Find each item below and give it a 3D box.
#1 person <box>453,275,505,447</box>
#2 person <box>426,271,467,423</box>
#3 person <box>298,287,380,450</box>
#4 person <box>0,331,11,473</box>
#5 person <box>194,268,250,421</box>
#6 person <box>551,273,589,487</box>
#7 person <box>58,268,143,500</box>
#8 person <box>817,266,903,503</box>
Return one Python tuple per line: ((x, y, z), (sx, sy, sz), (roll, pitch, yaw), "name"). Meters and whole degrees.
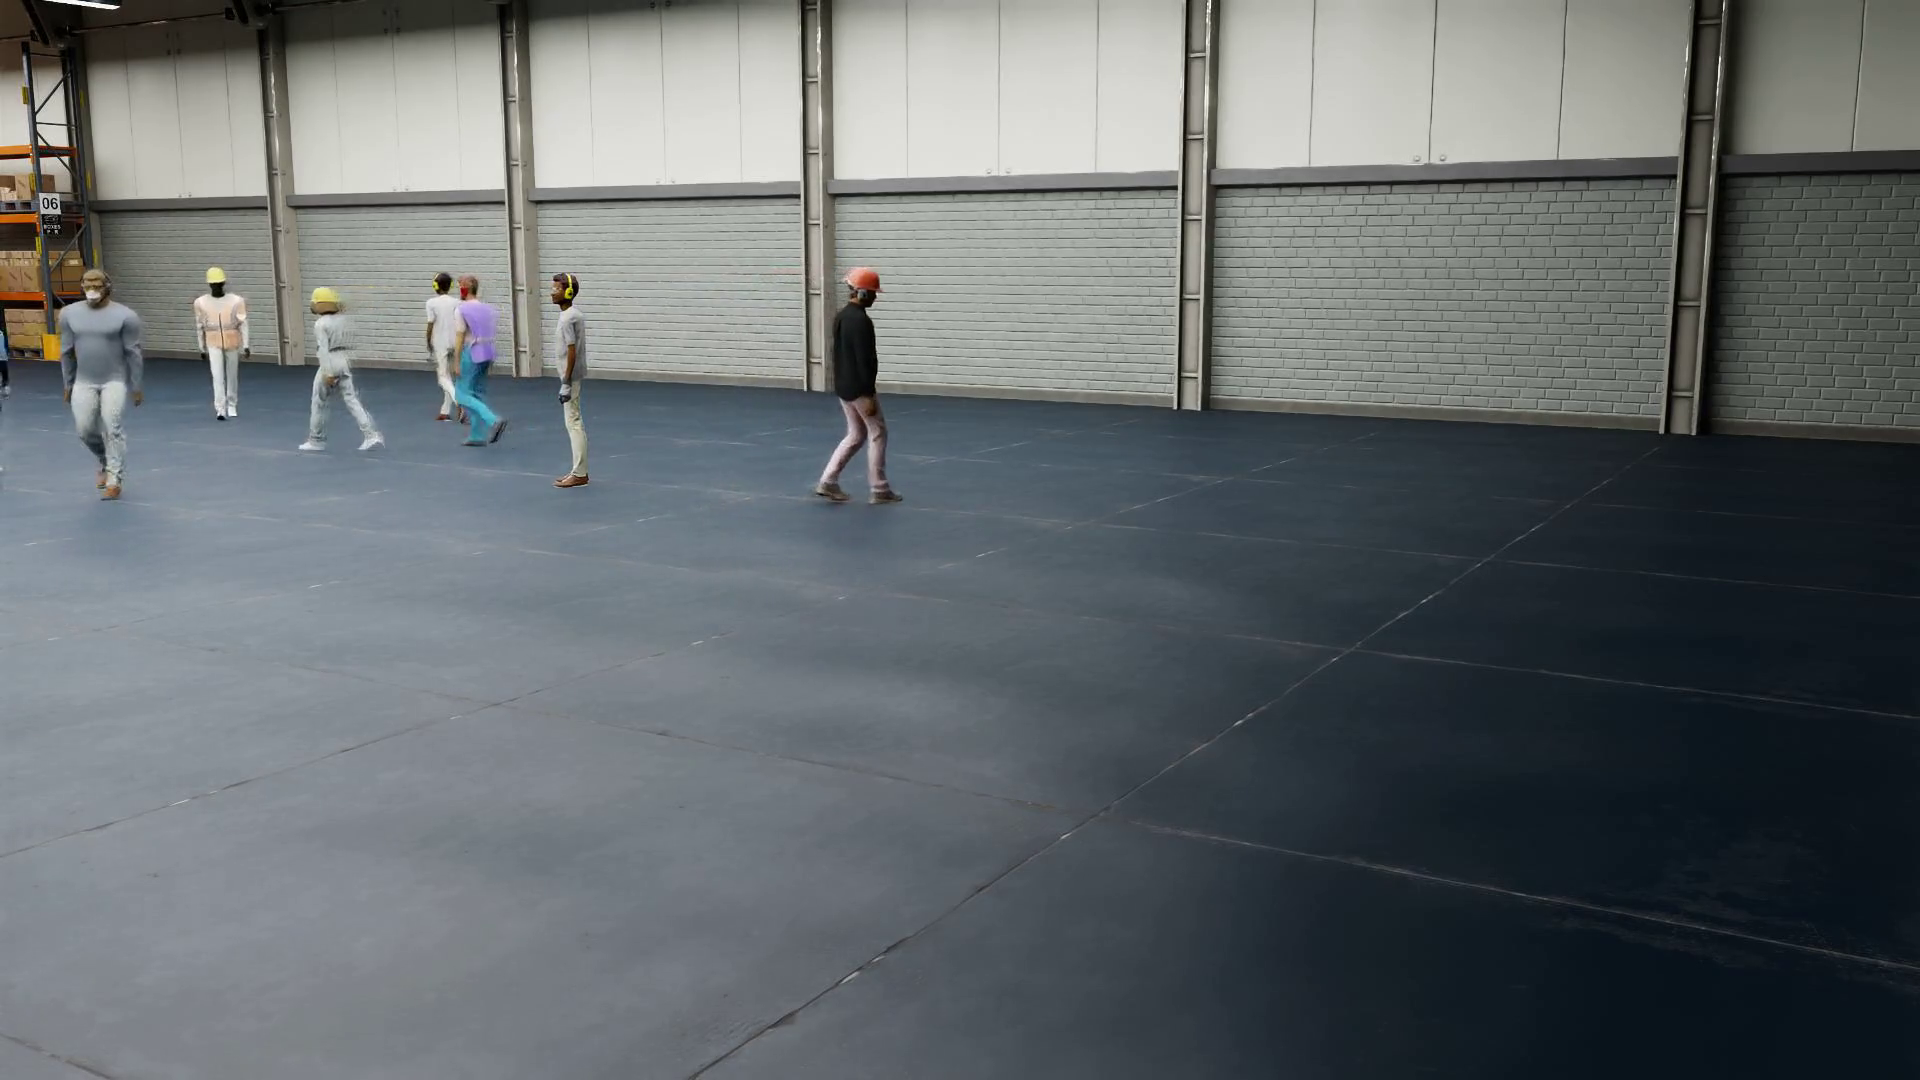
((-5.074, -1.872, 17.513), (0.557, 1.833, 0.570), (3, 10, 18), "person")
((-6.216, -2.339, 20.234), (0.817, 1.845, 0.524), (9, 13, 42), "person")
((-6.484, -1.773, 17.302), (0.864, 1.705, 0.489), (3, 10, 16), "person")
((-9.038, -1.427, 15.332), (0.545, 1.680, 0.375), (-2, 10, -9), "person")
((-9.161, -2.435, 20.678), (0.604, 1.873, 0.997), (-4, 10, -22), "person")
((-3.442, -1.398, 14.611), (0.324, 1.876, 0.526), (-1, 10, -7), "person")
((-7.139, -1.301, 13.881), (0.640, 1.925, 0.509), (-2, 10, -10), "person")
((-0.783, -1.240, 13.482), (0.713, 1.942, 0.672), (-5, 11, -27), "person")
